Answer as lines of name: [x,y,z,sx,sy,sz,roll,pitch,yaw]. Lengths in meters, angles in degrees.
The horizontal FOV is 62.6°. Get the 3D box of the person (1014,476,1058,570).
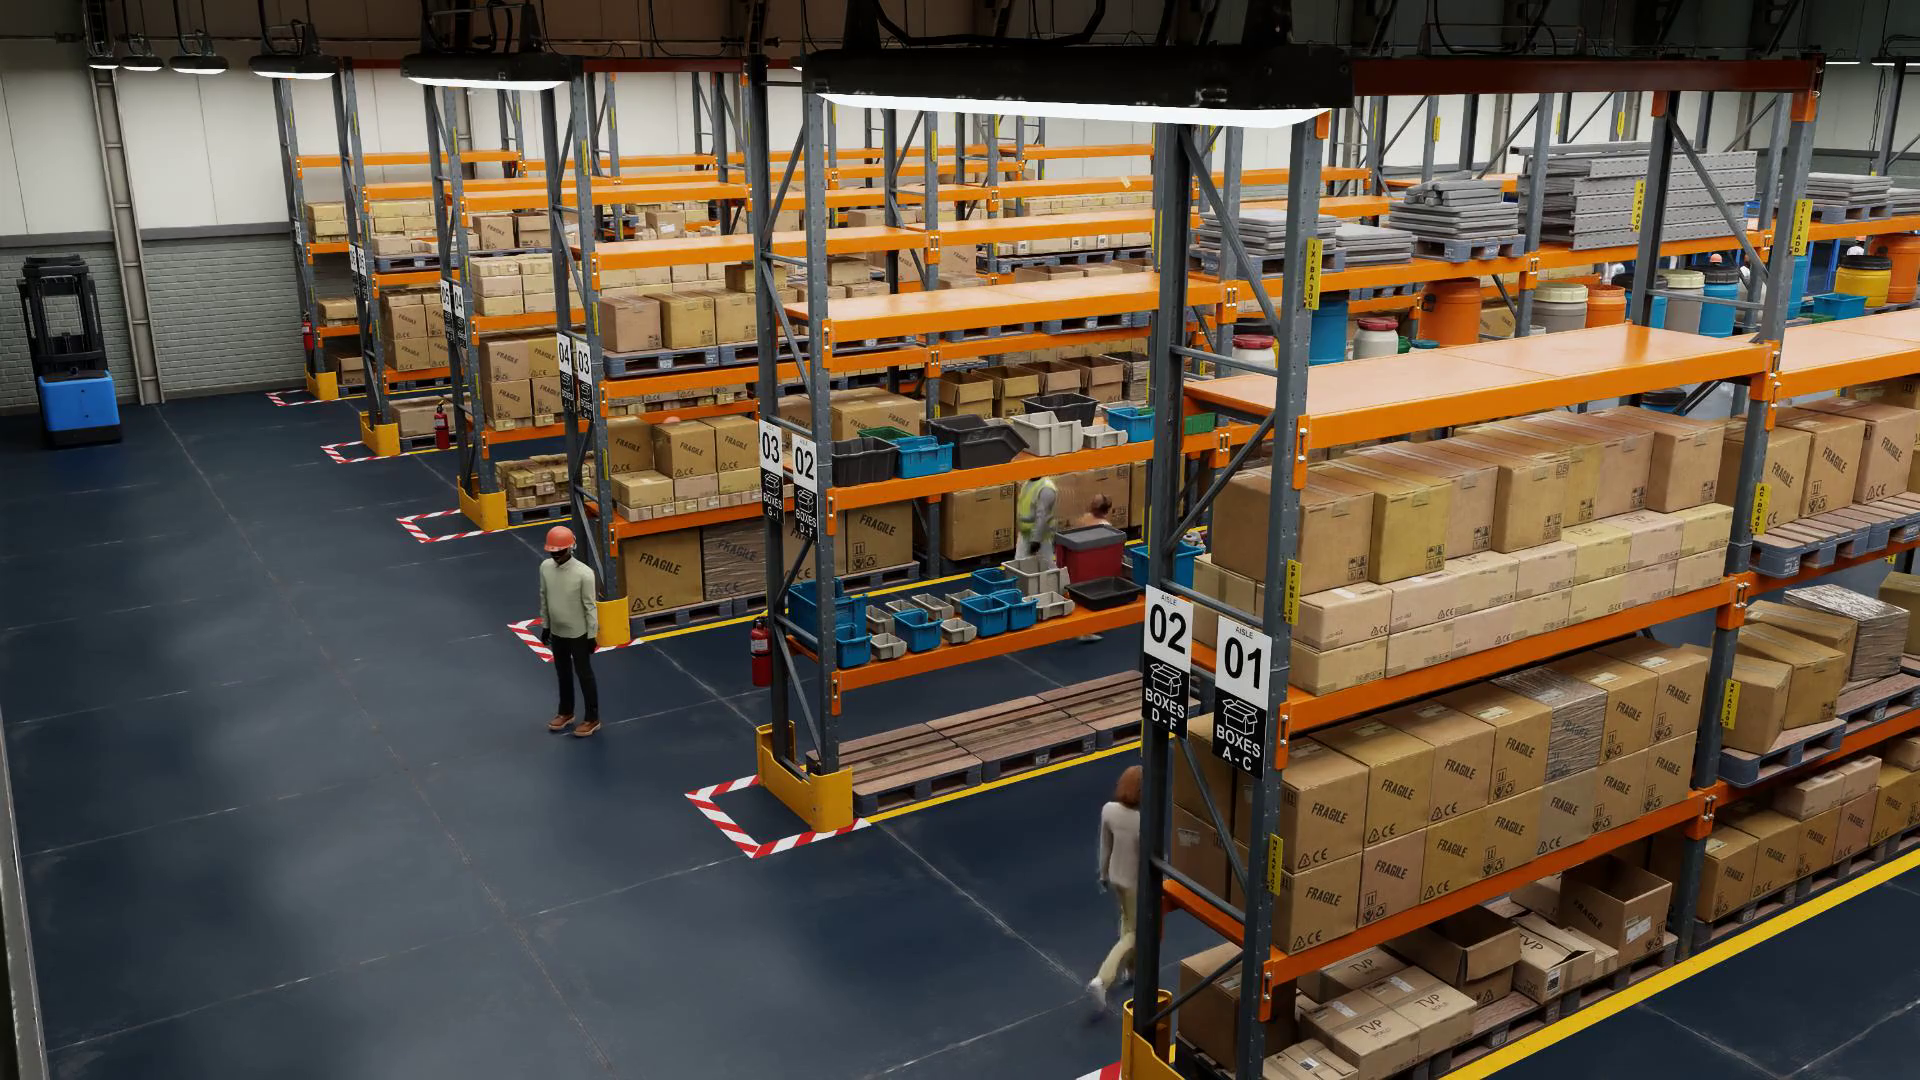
person: [0.898,-0.092,17.648,0.895,1.815,0.617,-8,19,-23]

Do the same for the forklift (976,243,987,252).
forklift: [0.988,-5.474,34.718,1.214,2.155,2.313,-10,20,-31]

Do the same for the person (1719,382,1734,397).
person: [14.297,-3.567,29.022,0.551,1.815,0.964,4,17,14]

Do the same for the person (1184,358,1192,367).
person: [3.430,-1.974,24.117,0.286,1.633,0.499,-13,21,-36]

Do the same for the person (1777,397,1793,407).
person: [12.777,-2.285,24.697,0.569,1.888,0.957,-2,17,-5]

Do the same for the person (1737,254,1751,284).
person: [17.266,-5.372,34.831,0.356,1.887,0.572,8,19,25]

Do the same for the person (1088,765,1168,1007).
person: [1.072,2.249,10.307,0.686,1.608,0.505,-14,22,-39]

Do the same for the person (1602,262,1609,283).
person: [17.809,-8.046,43.647,0.510,1.863,0.311,-8,19,-24]

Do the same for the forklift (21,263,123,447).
forklift: [-14.518,-3.079,25.708,1.129,2.768,1.873,-10,20,-31]

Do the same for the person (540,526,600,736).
person: [-3.569,0.817,14.379,0.619,1.986,0.407,10,19,28]

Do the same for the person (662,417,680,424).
person: [-3.421,-0.522,18.848,0.376,1.934,0.548,-11,20,-32]

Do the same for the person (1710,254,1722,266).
person: [16.347,-5.249,34.340,0.545,1.939,0.374,-4,17,-11]

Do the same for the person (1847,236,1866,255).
person: [21.821,-6.499,38.441,0.364,1.935,0.553,-3,17,-10]

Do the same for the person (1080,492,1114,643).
person: [1.519,0.282,16.745,0.632,1.615,0.544,-8,19,-25]

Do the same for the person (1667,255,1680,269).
person: [19.240,-7.674,42.196,0.622,1.992,0.397,13,21,37]

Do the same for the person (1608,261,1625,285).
person: [15.376,-5.880,36.943,0.425,1.610,0.584,-1,17,-2]
